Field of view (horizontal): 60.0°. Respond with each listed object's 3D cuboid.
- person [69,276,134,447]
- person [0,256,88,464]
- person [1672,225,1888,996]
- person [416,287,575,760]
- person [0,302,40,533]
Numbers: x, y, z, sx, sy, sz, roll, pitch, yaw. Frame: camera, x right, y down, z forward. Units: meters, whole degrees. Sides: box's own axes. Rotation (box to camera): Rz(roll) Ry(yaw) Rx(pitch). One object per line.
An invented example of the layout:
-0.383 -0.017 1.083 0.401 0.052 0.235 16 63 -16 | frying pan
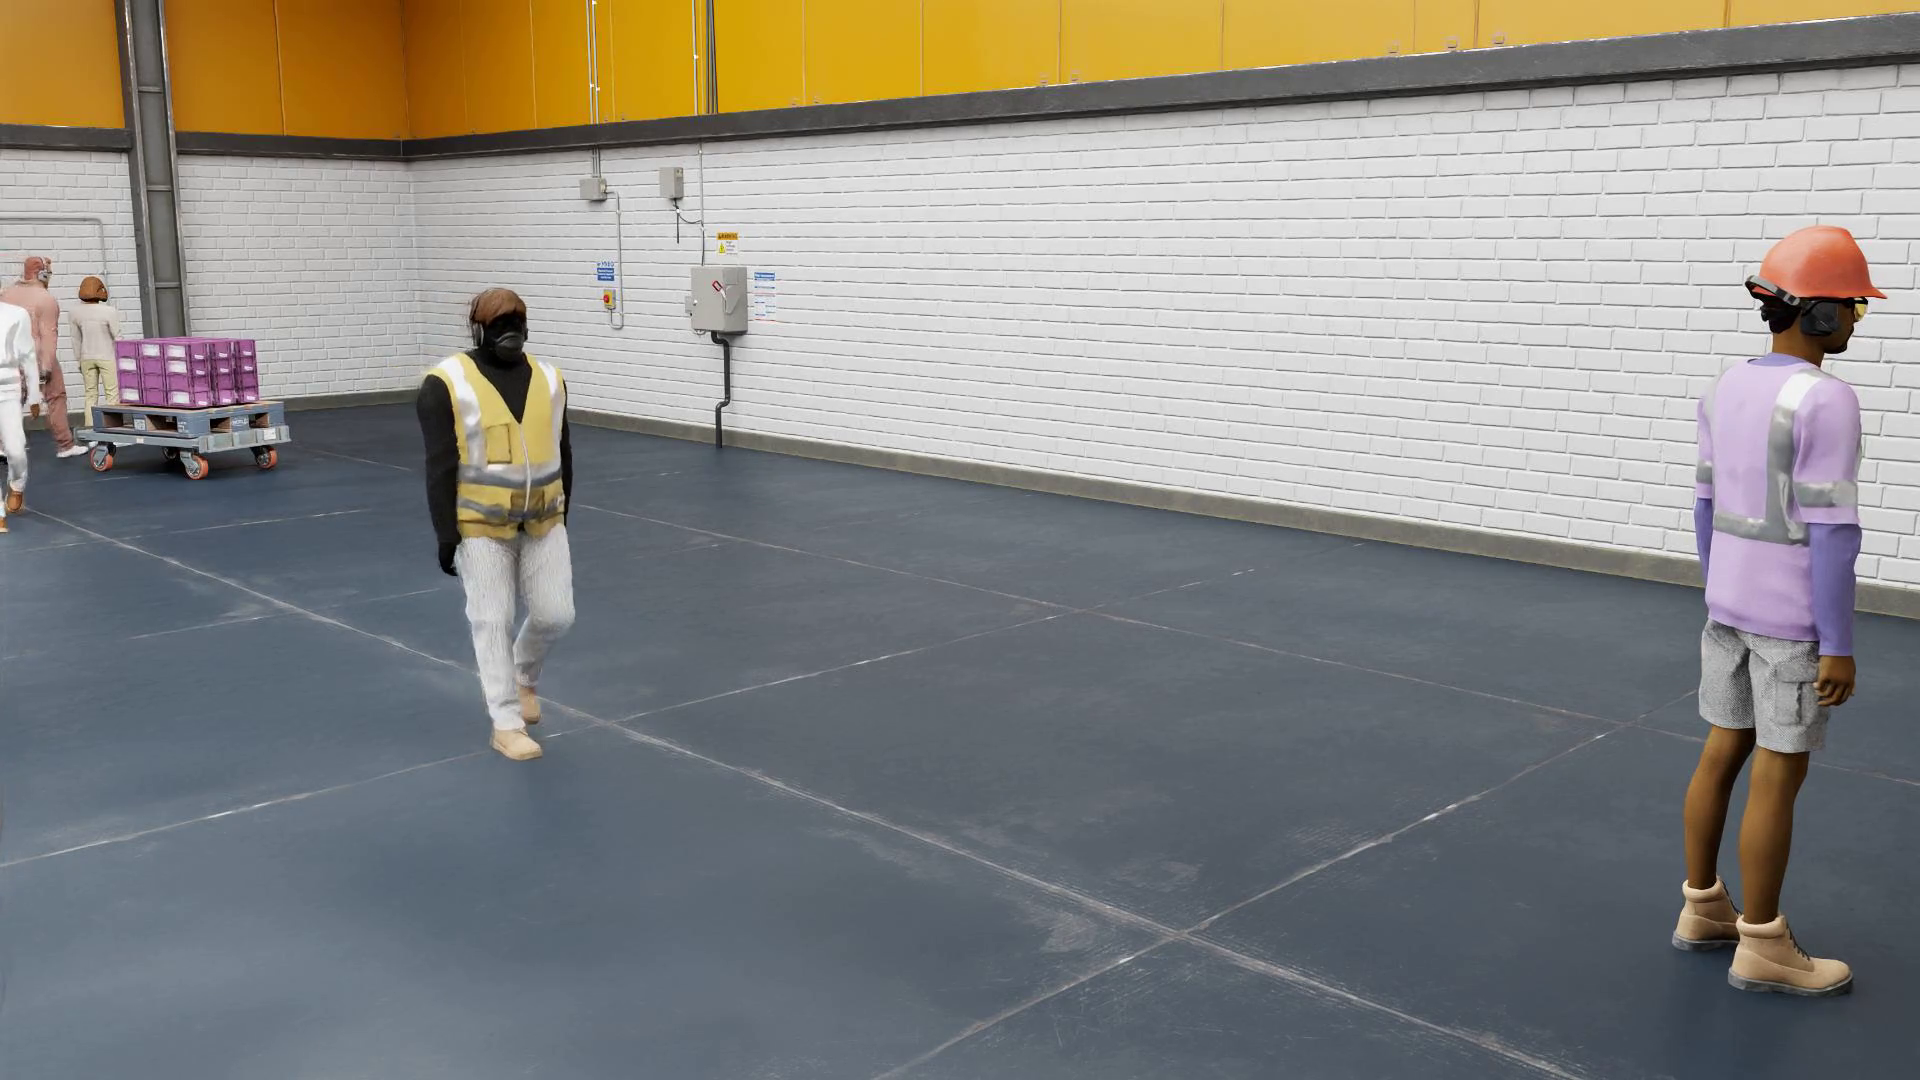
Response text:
-8.225 -1.699 15.914 0.499 1.636 0.286 0 10 2 | person
-8.310 -1.606 14.859 0.637 1.855 0.957 2 11 10 | person
2.217 0.191 4.490 0.378 2.045 0.605 -1 10 -7 | person
-1.777 -0.063 6.474 0.629 1.828 0.477 -8 13 -38 | person
-6.699 -1.003 11.516 0.583 1.863 0.752 -6 12 -28 | person
